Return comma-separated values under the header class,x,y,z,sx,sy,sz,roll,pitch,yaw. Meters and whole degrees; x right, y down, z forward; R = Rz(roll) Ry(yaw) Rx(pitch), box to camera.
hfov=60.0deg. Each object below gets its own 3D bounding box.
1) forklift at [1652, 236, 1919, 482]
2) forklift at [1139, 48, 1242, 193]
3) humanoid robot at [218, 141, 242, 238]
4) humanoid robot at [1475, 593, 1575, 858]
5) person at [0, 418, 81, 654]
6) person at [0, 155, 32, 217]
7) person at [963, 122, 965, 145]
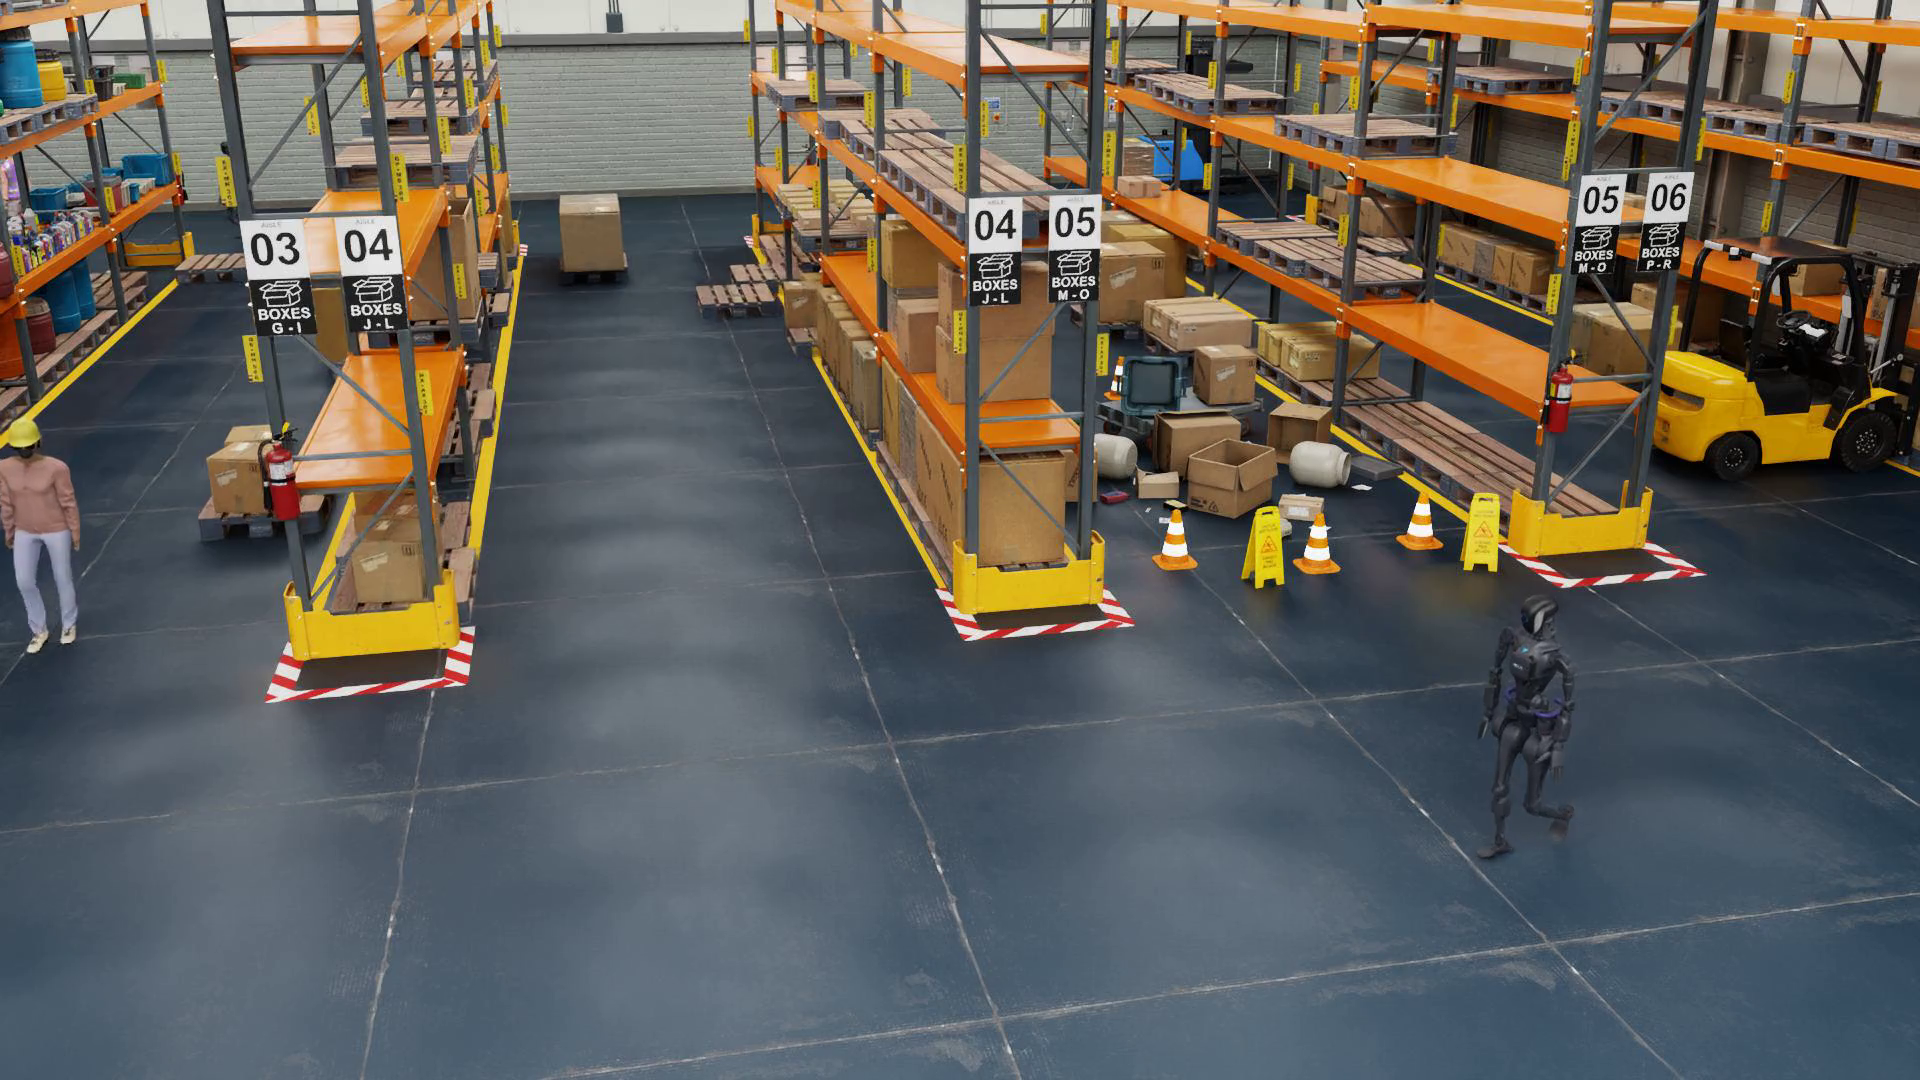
class,x,y,z,sx,sy,sz,roll,pitch,yaw
forklift,8.013,-1.814,16.330,2.313,2.155,1.214,-4,21,-12
forklift,4.566,-8.313,32.860,1.873,2.768,1.129,-4,21,-12
humanoid robot,-12.213,-5.906,28.084,0.469,1.638,0.589,7,21,18
humanoid robot,3.264,1.030,9.415,0.581,1.633,0.601,-12,24,-30
person,-6.709,-0.026,12.122,0.552,1.749,0.548,-4,21,-11
person,-15.369,-5.565,27.152,0.348,1.688,0.492,11,23,27
person,0.182,-7.015,31.041,0.319,1.695,0.531,-3,21,-7
